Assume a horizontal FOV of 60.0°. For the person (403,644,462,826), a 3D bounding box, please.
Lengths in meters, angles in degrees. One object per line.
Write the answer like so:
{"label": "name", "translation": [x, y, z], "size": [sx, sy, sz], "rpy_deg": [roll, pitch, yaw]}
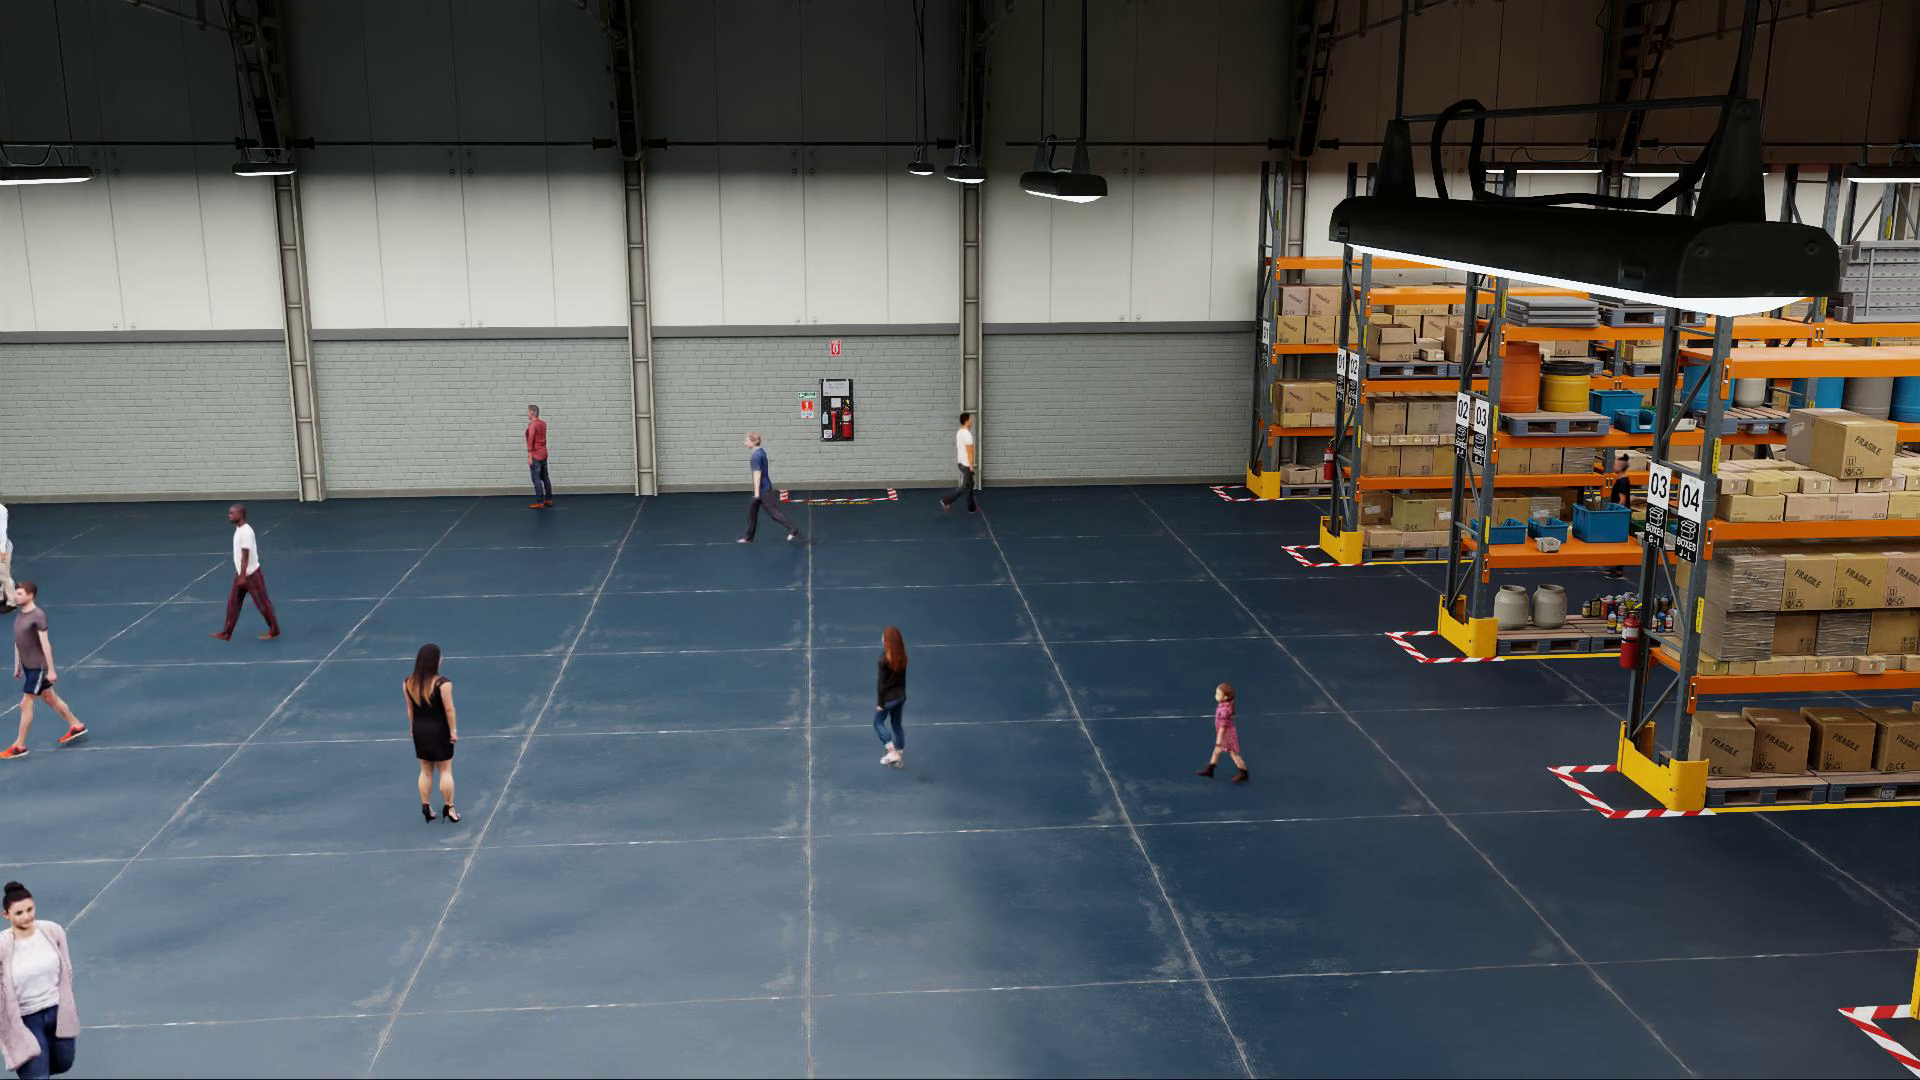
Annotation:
{"label": "person", "translation": [-4.896, 1.804, 15.460], "size": [0.663, 1.717, 0.787], "rpy_deg": [4, 14, 15]}

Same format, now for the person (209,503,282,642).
{"label": "person", "translation": [-8.986, 0.429, 21.229], "size": [1.190, 1.793, 1.000], "rpy_deg": [-8, 16, -32]}

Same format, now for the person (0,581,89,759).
{"label": "person", "translation": [-9.546, 1.322, 17.346], "size": [1.170, 1.806, 1.210], "rpy_deg": [10, 16, 36]}

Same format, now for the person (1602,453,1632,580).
{"label": "person", "translation": [9.717, -0.368, 24.506], "size": [0.740, 1.867, 0.767], "rpy_deg": [4, 14, 19]}

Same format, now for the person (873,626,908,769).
{"label": "person", "translation": [-0.643, 1.608, 16.849], "size": [0.717, 1.472, 0.656], "rpy_deg": [11, 17, 39]}

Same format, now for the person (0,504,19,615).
{"label": "person", "translation": [-12.994, 0.101, 22.580], "size": [0.739, 1.822, 0.831], "rpy_deg": [7, 15, 29]}

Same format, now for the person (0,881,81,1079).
{"label": "person", "translation": [-5.856, 2.956, 10.461], "size": [1.057, 1.727, 0.992], "rpy_deg": [10, 17, 38]}

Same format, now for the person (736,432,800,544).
{"label": "person", "translation": [-3.042, -0.788, 26.468], "size": [1.239, 1.801, 0.698], "rpy_deg": [-1, 13, -6]}

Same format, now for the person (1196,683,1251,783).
{"label": "person", "translation": [2.695, 1.926, 16.513], "size": [0.791, 1.004, 0.545], "rpy_deg": [2, 13, 10]}

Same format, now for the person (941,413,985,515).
{"label": "person", "translation": [0.027, -1.288, 28.669], "size": [1.141, 1.782, 0.849], "rpy_deg": [-5, 14, -21]}

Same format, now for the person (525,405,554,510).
{"label": "person", "translation": [-7.457, -1.485, 29.422], "size": [0.690, 1.826, 0.748], "rpy_deg": [4, 14, 15]}
